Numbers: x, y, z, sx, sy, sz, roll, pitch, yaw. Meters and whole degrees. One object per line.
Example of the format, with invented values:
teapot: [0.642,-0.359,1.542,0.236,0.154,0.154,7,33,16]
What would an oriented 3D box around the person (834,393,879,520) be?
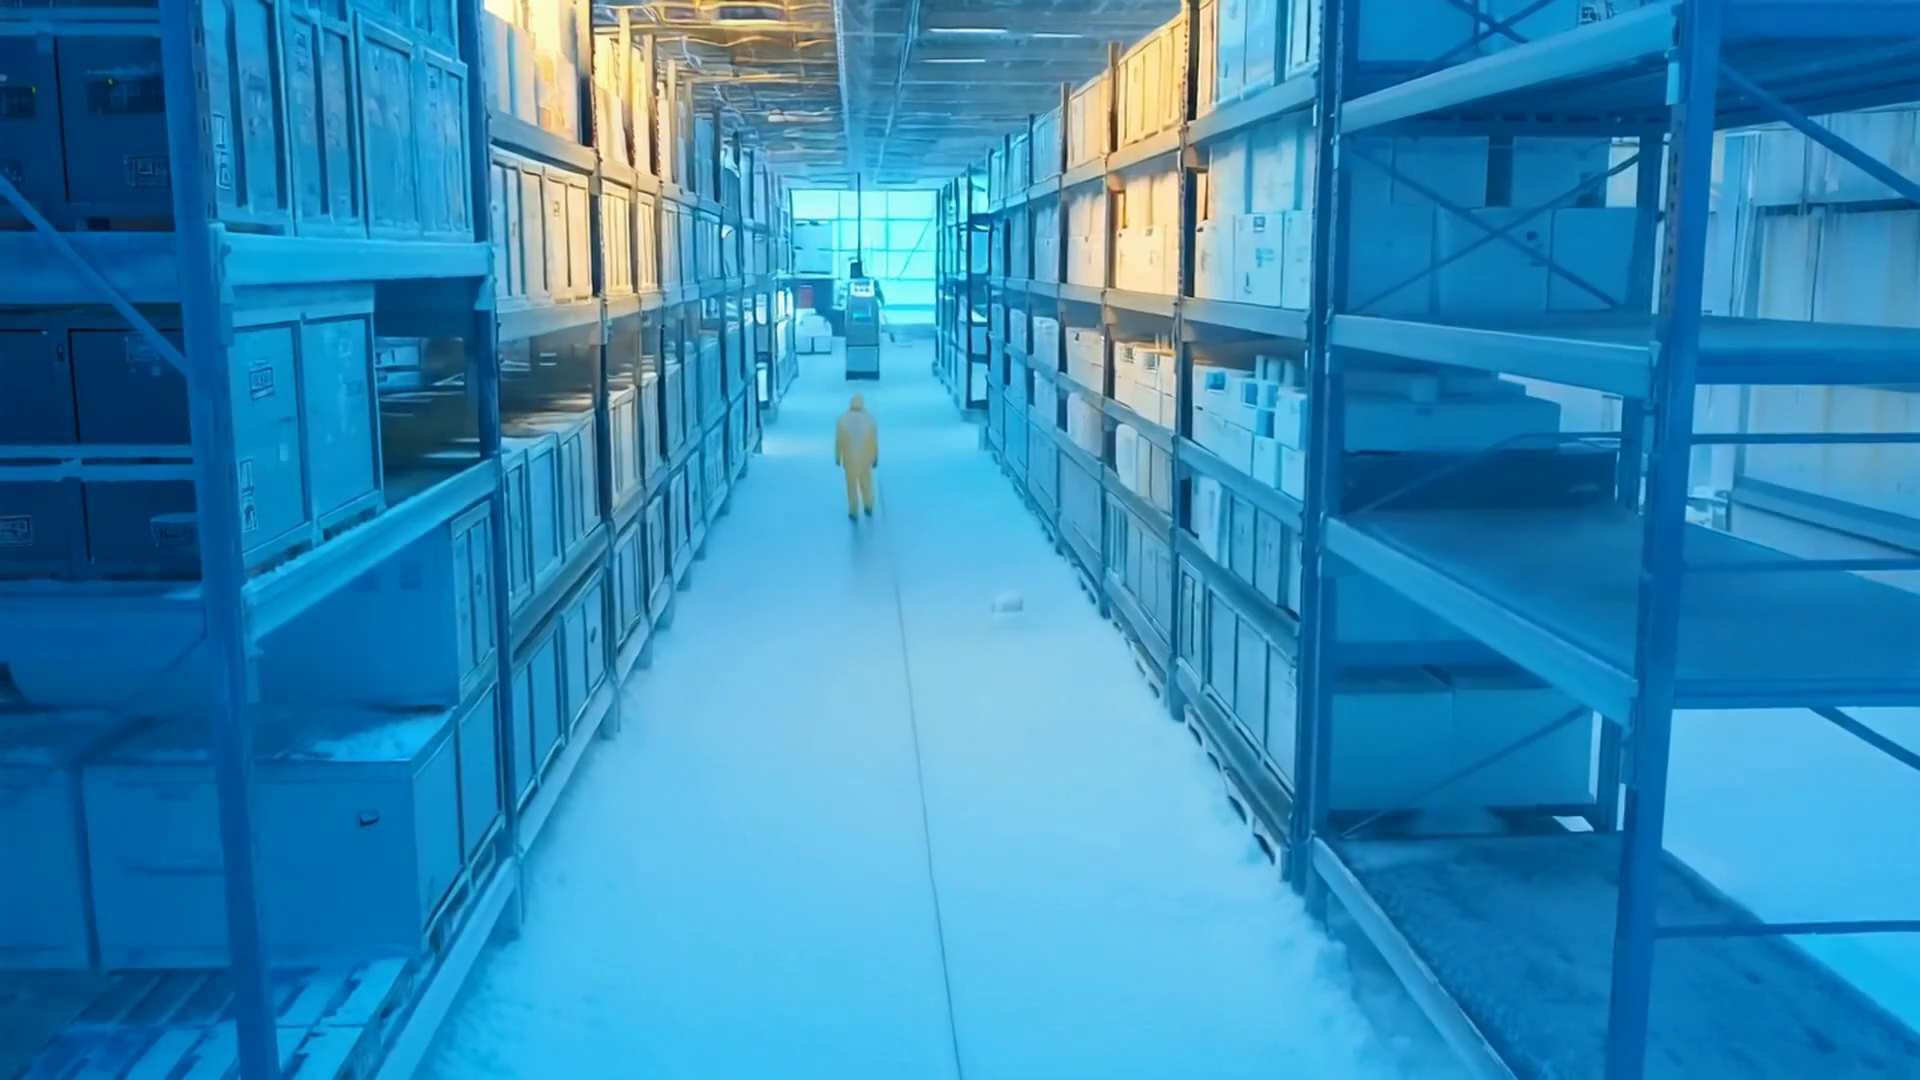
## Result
person: [-1.548,-1.240,24.843,0.664,1.891,0.469,-2,10,-13]

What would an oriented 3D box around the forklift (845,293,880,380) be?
forklift: [-3.186,-6.662,54.264,1.129,2.768,1.873,-1,10,-4]

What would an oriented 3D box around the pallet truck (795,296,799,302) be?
pallet truck: [-8.622,-12.439,91.403,1.885,1.965,0.823,2,10,13]

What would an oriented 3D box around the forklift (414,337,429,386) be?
forklift: [-11.639,-3.555,35.701,1.873,2.768,1.129,-1,10,-5]

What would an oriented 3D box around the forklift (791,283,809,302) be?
forklift: [-7.635,-10.876,79.437,1.129,2.768,1.873,-2,10,-10]

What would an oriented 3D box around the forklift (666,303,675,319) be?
forklift: [-8.619,-5.973,50.149,1.873,2.768,1.129,-1,10,-3]

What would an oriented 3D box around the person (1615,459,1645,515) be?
person: [6.784,0.075,17.197,0.578,1.816,0.484,-1,10,-8]
